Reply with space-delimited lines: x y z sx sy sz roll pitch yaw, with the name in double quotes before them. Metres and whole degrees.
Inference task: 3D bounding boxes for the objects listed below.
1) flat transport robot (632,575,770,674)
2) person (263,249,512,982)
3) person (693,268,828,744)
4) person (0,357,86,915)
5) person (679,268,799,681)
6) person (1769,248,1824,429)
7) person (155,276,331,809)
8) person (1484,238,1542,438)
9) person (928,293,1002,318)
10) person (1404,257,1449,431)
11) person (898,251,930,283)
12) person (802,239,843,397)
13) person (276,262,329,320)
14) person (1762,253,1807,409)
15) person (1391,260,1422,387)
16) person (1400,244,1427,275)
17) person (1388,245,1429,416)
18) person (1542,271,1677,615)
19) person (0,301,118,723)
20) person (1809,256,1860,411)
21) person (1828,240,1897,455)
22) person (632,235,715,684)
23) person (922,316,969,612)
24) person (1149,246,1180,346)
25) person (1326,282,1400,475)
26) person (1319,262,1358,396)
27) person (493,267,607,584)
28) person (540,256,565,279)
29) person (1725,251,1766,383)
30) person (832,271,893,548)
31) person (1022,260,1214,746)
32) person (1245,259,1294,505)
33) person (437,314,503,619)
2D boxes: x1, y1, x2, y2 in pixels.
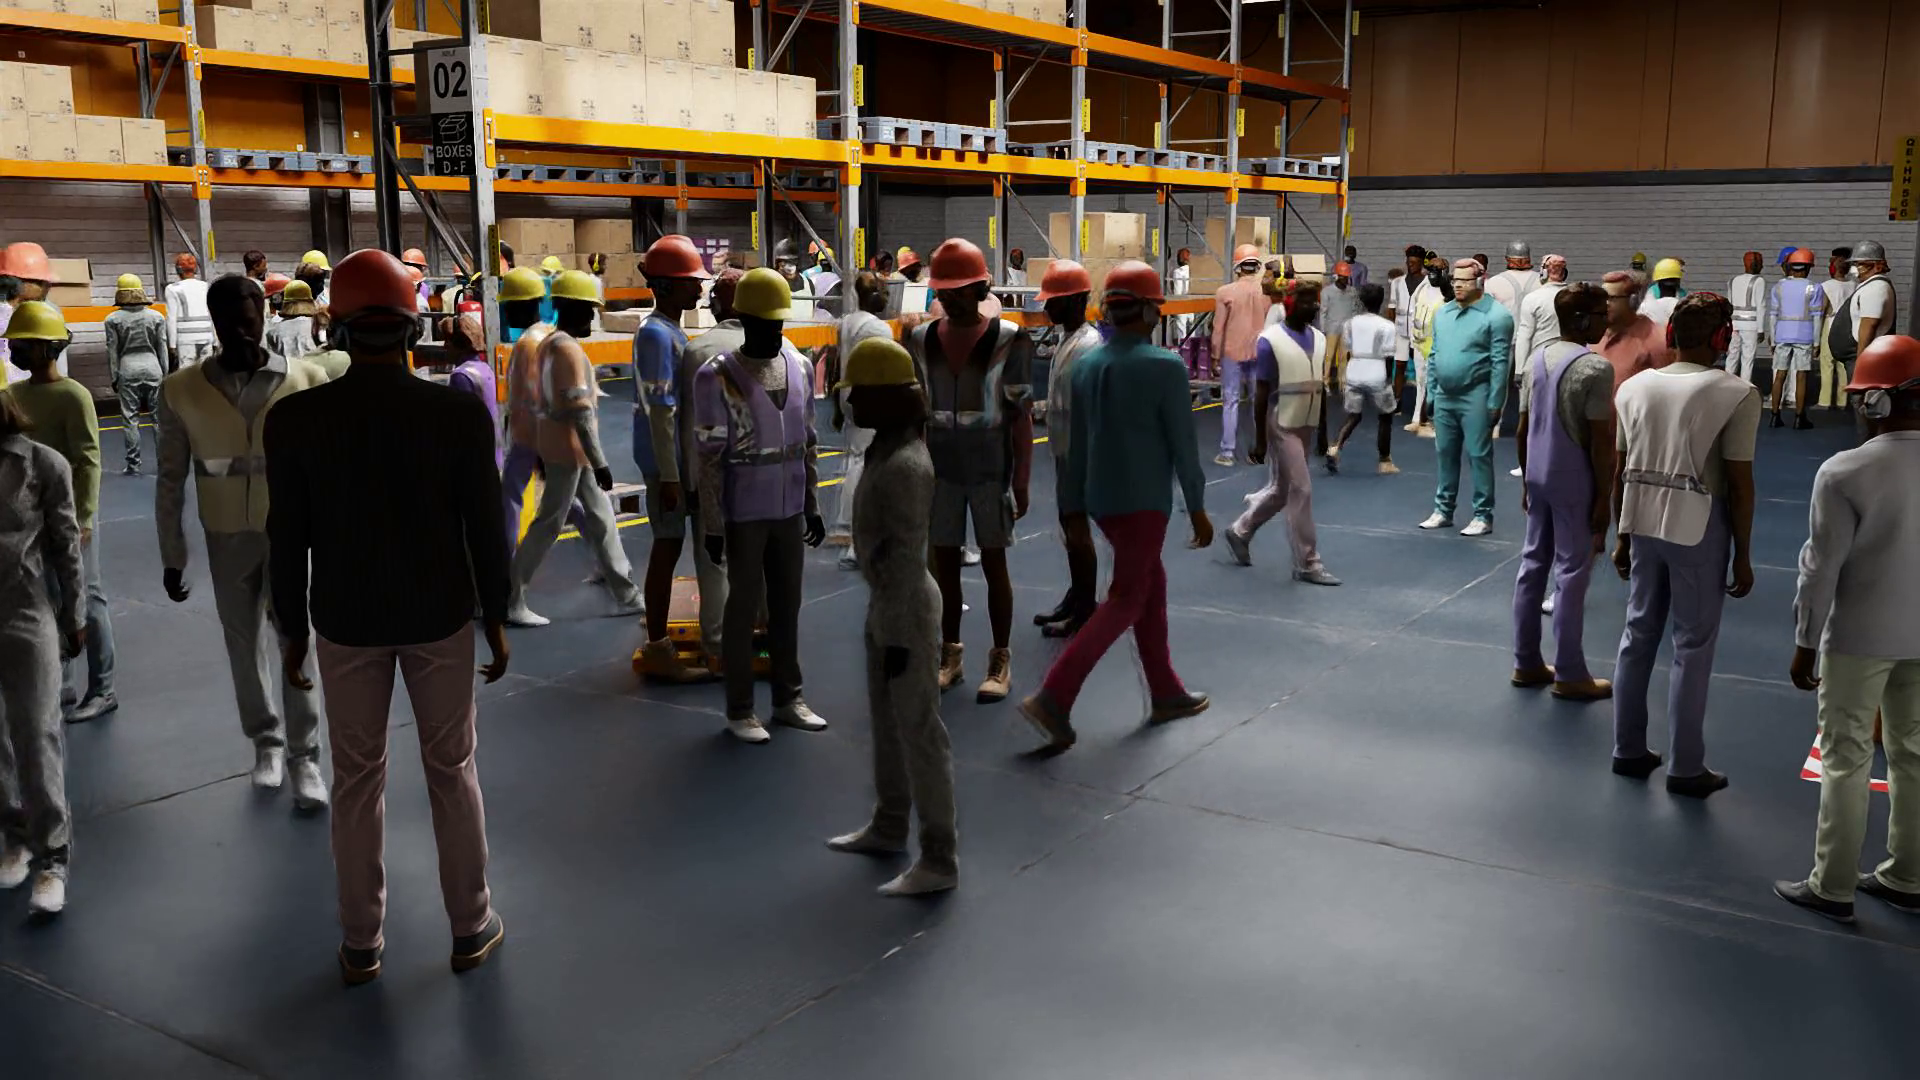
"flat transport robot" -1.222 0.398 8.330 0.652 0.197 1.431 -1 10 -3
"person" -1.542 0.217 4.548 0.621 1.997 0.372 -3 11 -14
"person" -0.790 -0.133 6.731 0.394 1.913 0.591 10 14 43
"person" -2.929 0.277 4.997 0.492 1.711 0.769 -3 11 -16
"person" -1.036 -0.304 7.737 0.653 1.894 0.400 -9 13 -40
"person" 8.973 -2.154 17.855 0.356 1.938 0.544 -10 14 -43
"person" -2.508 0.021 5.920 0.631 1.885 0.839 -4 11 -23
"person" 5.666 -2.063 17.063 0.682 2.000 0.537 0 10 1
"person" 0.069 -1.325 13.354 0.641 1.905 0.410 -5 11 -25
"person" 4.983 -2.039 17.482 0.429 1.844 0.626 -9 13 -40
"person" -0.464 -2.319 18.873 0.592 1.903 0.428 2 11 13
"person" -1.783 -2.843 21.410 0.606 2.035 0.403 -6 12 -31
"person" -5.541 -1.454 14.262 0.429 1.837 0.627 3 11 17
"person" 9.979 -2.513 20.012 0.589 1.876 0.359 -5 11 -26
"person" 6.168 -2.997 22.853 0.515 1.831 0.389 -6 12 -32
"person" 7.458 -3.849 27.189 0.437 1.964 0.652 -10 14 -43
"person" 5.177 -2.384 19.045 0.606 1.966 0.367 7 12 32
"person" 3.616 -0.534 9.097 0.985 1.863 0.655 -8 13 -38
"person" -3.828 -0.114 7.017 0.524 1.772 0.301 5 11 25
"person" 10.384 -2.436 19.707 0.566 1.838 0.385 -3 11 -15
"person" 8.183 -1.712 15.118 0.536 2.000 0.683 6 12 30
"person" -1.305 -0.367 7.660 0.391 2.040 0.615 -1 10 -7
"person" -0.135 -0.379 8.893 0.288 1.626 0.496 8 13 37
"person" 3.578 -4.219 29.290 0.629 1.940 0.377 5 11 26
"person" 3.482 -1.378 14.284 0.570 1.690 0.547 -10 14 -43
"person" 4.946 -2.749 21.693 0.570 1.743 0.354 -4 11 -21
"person" -2.412 -0.619 9.615 0.952 1.894 0.610 1 10 7
"person" -5.069 -2.601 20.662 0.404 1.823 0.590 -9 14 -42
"person" 9.668 -2.599 20.466 0.357 1.885 0.573 -3 11 -18
"person" -0.518 -0.862 11.016 0.805 1.812 0.534 -8 13 -36
"person" 0.643 -0.155 6.758 0.986 1.953 0.619 -7 12 -33
"person" 2.388 -1.191 12.693 0.328 1.877 0.512 0 10 2
"person" -2.619 -0.394 8.952 0.324 1.631 0.521 0 10 -2
